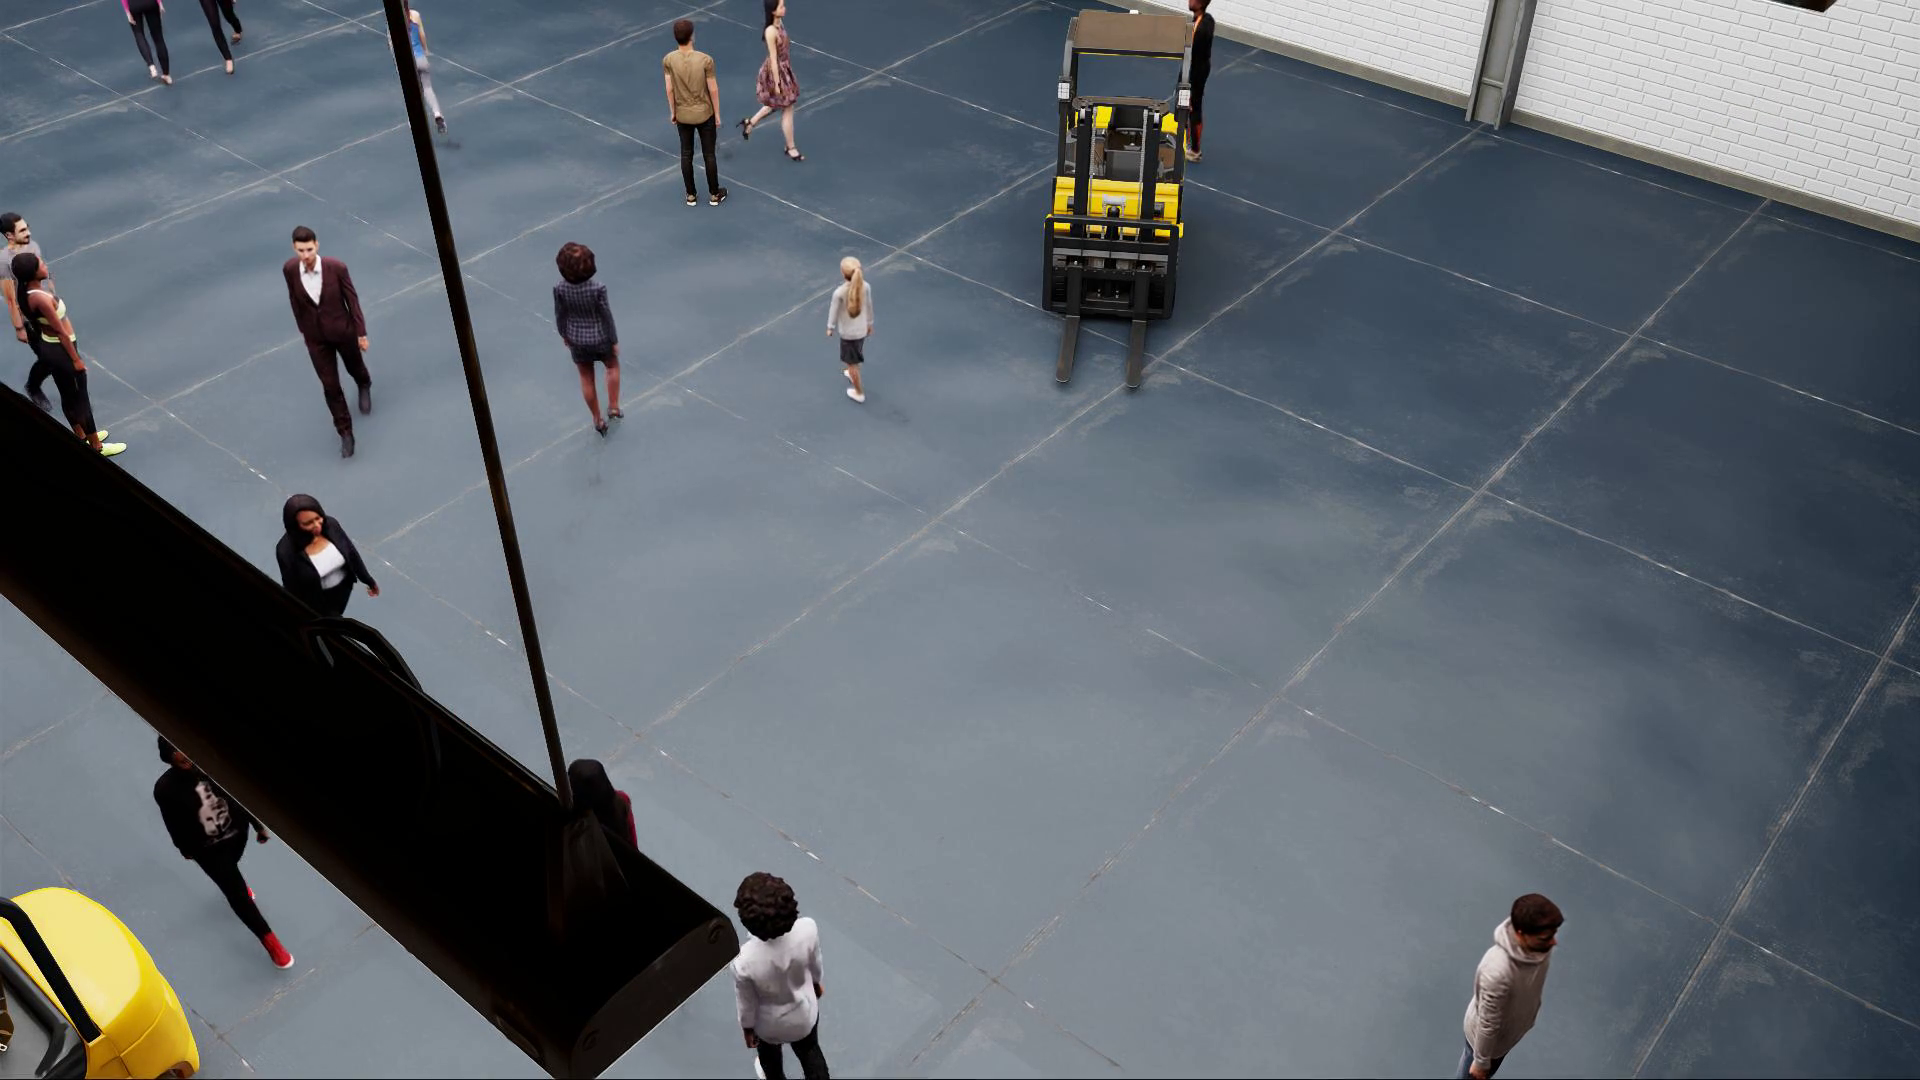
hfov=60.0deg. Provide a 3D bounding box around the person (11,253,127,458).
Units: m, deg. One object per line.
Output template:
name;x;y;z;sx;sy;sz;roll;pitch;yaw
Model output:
person;-6.934;-1.416;12.811;0.437;1.755;0.605;28;46;30

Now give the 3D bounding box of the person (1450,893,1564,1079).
person;2.587;2.335;8.035;0.562;1.853;0.665;30;47;32

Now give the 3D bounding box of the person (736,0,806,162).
person;-1.919;-4.663;16.874;1.046;1.759;0.932;3;39;4

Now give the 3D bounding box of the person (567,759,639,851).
person;-1.792;1.844;8.837;1.064;1.620;0.698;21;43;24

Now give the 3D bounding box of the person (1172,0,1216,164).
person;2.470;-4.684;16.866;0.704;1.802;0.734;16;41;19

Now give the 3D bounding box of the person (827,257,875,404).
person;-0.843;-1.696;13.561;0.584;1.258;0.721;-27;46;-30

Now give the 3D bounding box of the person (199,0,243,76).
person;-8.440;-6.224;18.846;1.092;1.738;1.225;-6;39;-8

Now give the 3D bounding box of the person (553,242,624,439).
person;-2.899;-1.500;12.970;0.739;1.687;0.817;1;39;2

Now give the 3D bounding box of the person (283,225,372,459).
person;-4.925;-1.667;13.059;1.193;1.837;1.310;-6;39;-8

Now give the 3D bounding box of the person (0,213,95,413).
person;-7.455;-1.802;13.308;0.887;1.739;0.822;11;40;13

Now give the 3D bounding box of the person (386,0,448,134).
person;-5.695;-4.971;17.389;0.658;1.598;0.904;-29;47;-31

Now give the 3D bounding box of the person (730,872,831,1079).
person;-0.826;2.320;8.108;0.896;1.786;1.121;-18;42;-21

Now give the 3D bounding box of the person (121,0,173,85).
person;-9.028;-5.876;18.415;0.654;1.730;0.696;-21;43;-24

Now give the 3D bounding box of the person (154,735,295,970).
person;-4.127;1.579;9.154;1.099;1.638;0.601;29;47;31

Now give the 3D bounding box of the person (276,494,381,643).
person;-4.168;0.338;10.761;1.115;1.572;0.837;16;41;19

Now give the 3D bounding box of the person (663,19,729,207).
person;-2.580;-4.139;16.143;0.711;1.851;0.808;3;39;3
